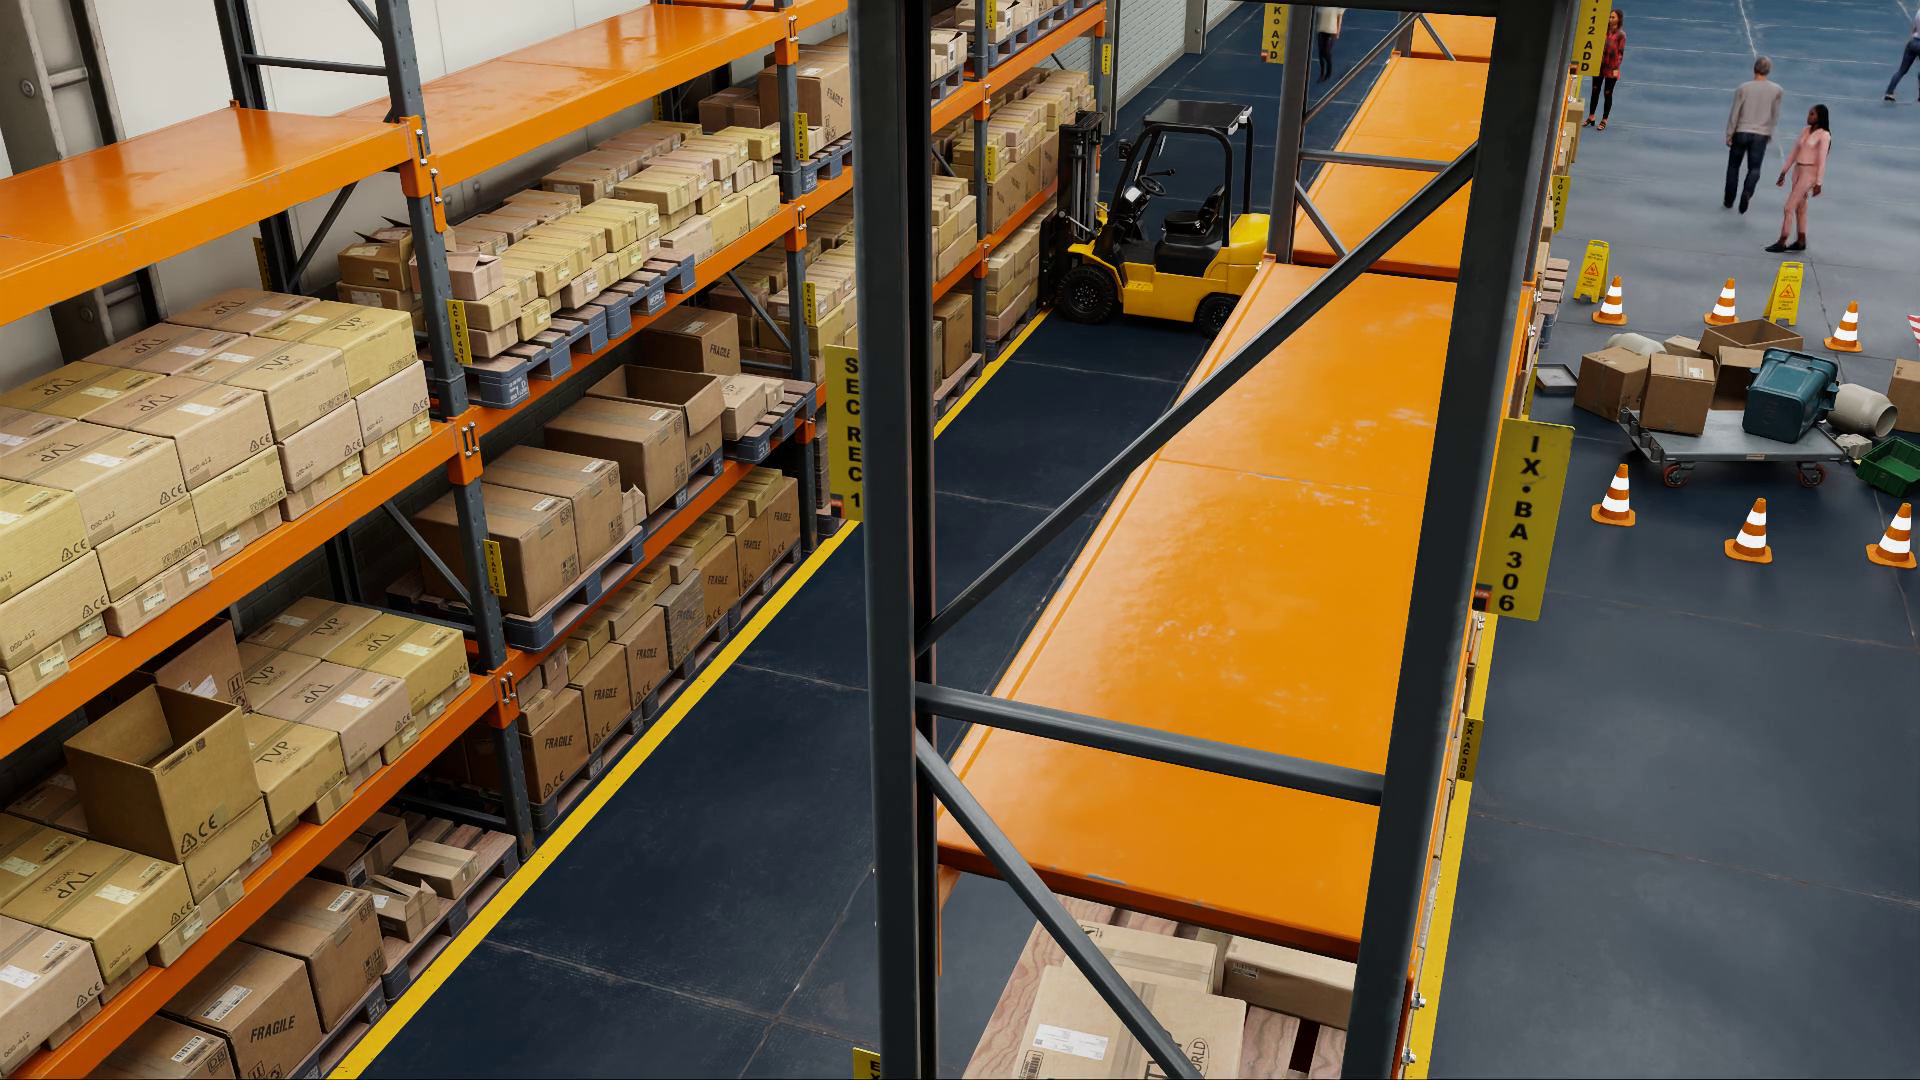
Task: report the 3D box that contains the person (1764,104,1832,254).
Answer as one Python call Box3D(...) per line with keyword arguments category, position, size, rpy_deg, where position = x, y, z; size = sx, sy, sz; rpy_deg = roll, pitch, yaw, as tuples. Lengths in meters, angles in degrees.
Box3D(category="person", position=(9.798, -4.141, 19.131), size=(0.920, 1.703, 0.890), rpy_deg=(-4, 28, -7))

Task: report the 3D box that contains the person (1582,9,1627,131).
Box3D(category="person", position=(9.428, -6.875, 24.265), size=(0.719, 1.704, 0.702), rpy_deg=(-21, 34, -33))

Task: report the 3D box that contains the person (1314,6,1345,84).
Box3D(category="person", position=(5.963, -8.195, 26.877), size=(0.667, 1.578, 0.665), rpy_deg=(22, 35, 35))

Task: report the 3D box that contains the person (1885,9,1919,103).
Box3D(category="person", position=(14.627, -7.512, 25.489), size=(1.138, 1.676, 1.090), rpy_deg=(-12, 30, -22))

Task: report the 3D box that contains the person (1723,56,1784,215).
Box3D(category="person", position=(9.728, -4.935, 20.425), size=(0.730, 1.888, 1.095), rpy_deg=(10, 30, 18))
